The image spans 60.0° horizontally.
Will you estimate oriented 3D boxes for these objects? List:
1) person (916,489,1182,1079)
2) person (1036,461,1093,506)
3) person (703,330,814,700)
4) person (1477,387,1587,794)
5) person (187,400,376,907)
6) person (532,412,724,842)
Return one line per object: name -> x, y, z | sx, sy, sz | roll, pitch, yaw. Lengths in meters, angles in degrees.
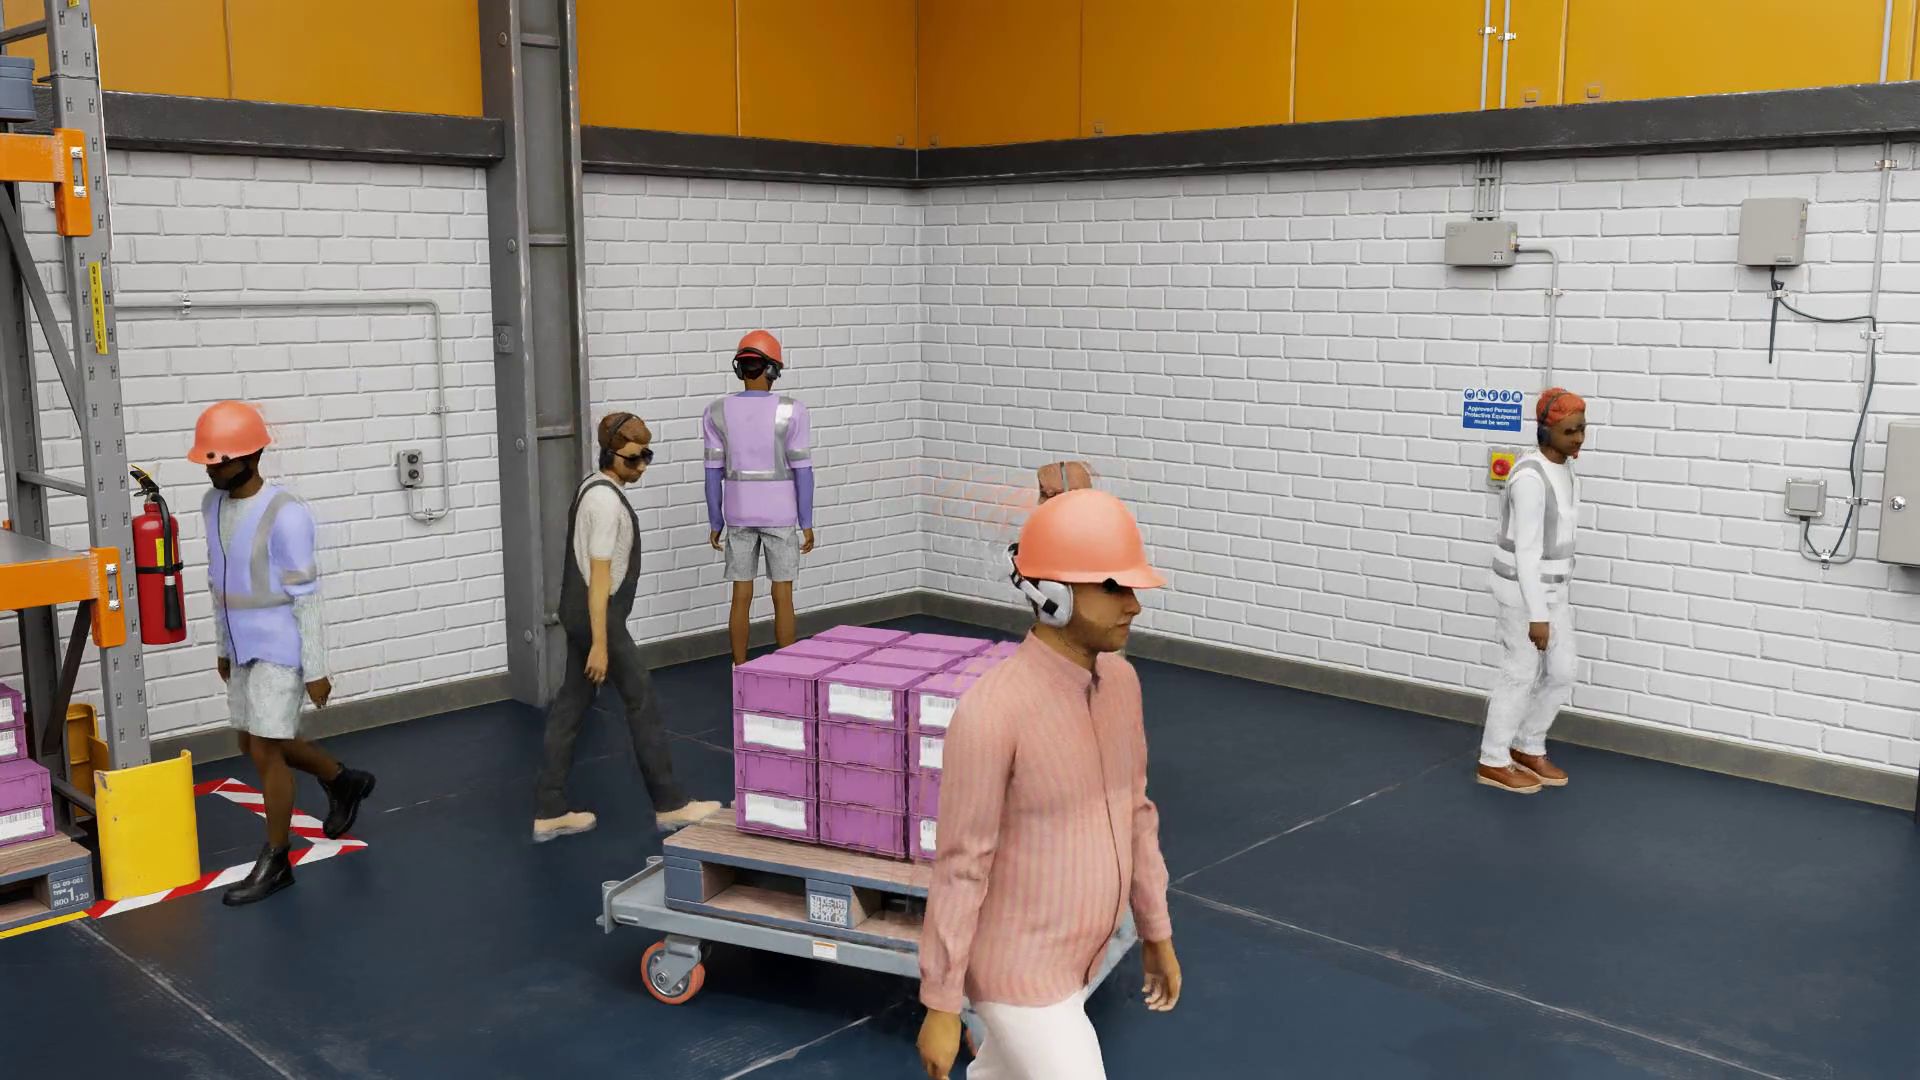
person -> 0.185, 0.847, 3.456 | 1.044, 1.939, 0.635 | 5, 11, 30
person -> 0.371, 0.481, 6.686 | 0.818, 1.596, 0.537 | 2, 9, 11
person -> -1.085, -0.123, 9.093 | 0.605, 2.034, 0.390 | 1, 9, 8
person -> 2.539, 0.243, 7.396 | 0.484, 1.851, 0.618 | 7, 12, 38
person -> -2.571, 0.394, 6.345 | 0.587, 1.900, 0.757 | 6, 11, 33
person -> -1.381, 0.357, 6.875 | 0.879, 1.783, 0.629 | -4, 10, -22
